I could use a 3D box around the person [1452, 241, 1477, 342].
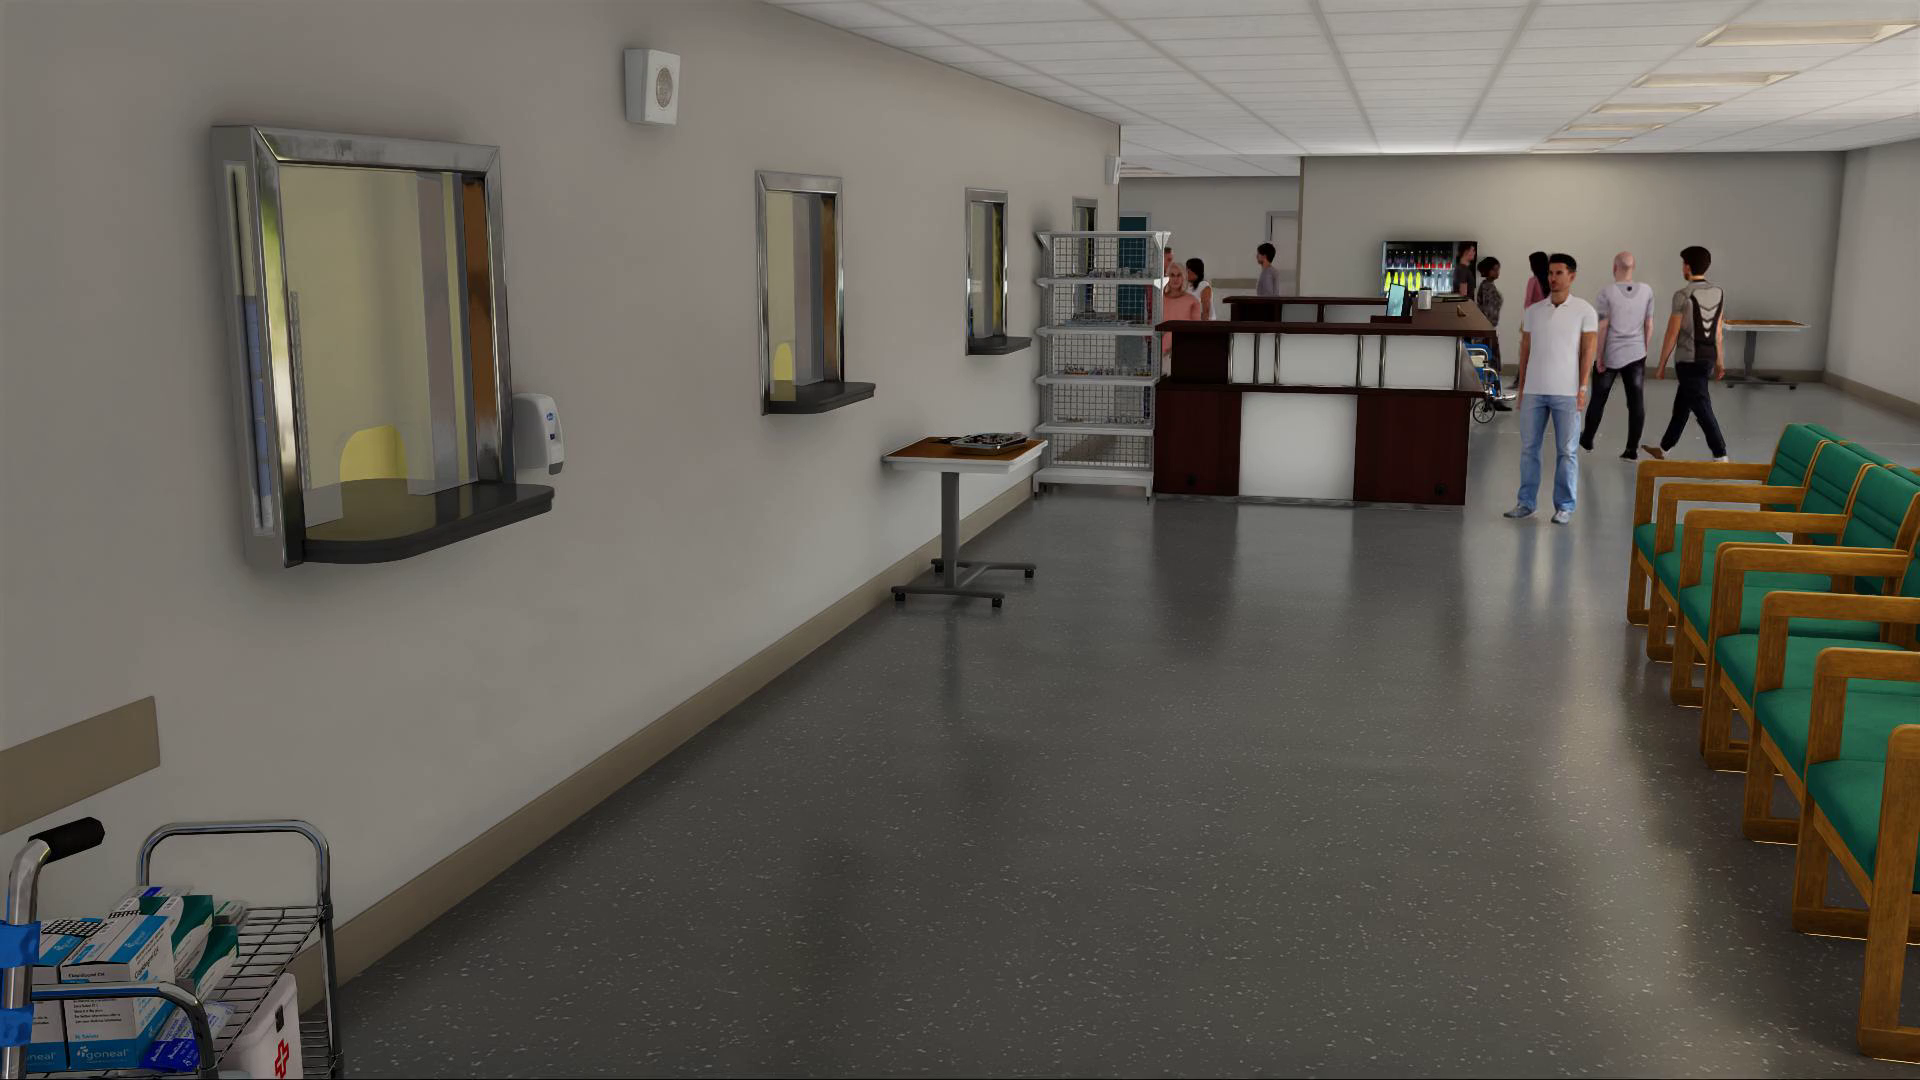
[{"bbox_3d":[6.285,-2.831,20.969,0.568,1.850,0.660,5,12,24],"label":"person"}]

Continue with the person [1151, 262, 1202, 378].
[{"bbox_3d":[2.005,-1.707,15.397,0.523,1.718,0.678,2,11,12],"label":"person"}]

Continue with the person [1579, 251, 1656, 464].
[{"bbox_3d":[5.720,-1.530,14.290,1.178,1.784,0.877,1,11,5],"label":"person"}]

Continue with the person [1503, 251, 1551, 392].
[{"bbox_3d":[7.113,-2.636,20.313,1.144,1.710,0.919,8,14,38],"label":"person"}]

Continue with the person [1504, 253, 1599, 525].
[{"bbox_3d":[4.118,-1.049,11.540,0.665,1.863,0.812,9,14,41],"label":"person"}]

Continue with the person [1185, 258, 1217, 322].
[{"bbox_3d":[2.814,-2.380,19.150,1.243,1.642,1.058,-3,11,-17],"label":"person"}]

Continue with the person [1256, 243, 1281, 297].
[{"bbox_3d":[3.800,-2.631,20.068,1.211,1.793,0.743,4,11,19],"label":"person"}]

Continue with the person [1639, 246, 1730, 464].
[{"bbox_3d":[6.023,-1.400,13.476,1.255,1.832,1.231,-4,12,-21],"label":"person"}]

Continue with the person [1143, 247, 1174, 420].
[{"bbox_3d":[2.068,-2.100,17.164,0.634,1.831,0.739,6,12,28],"label":"person"}]
